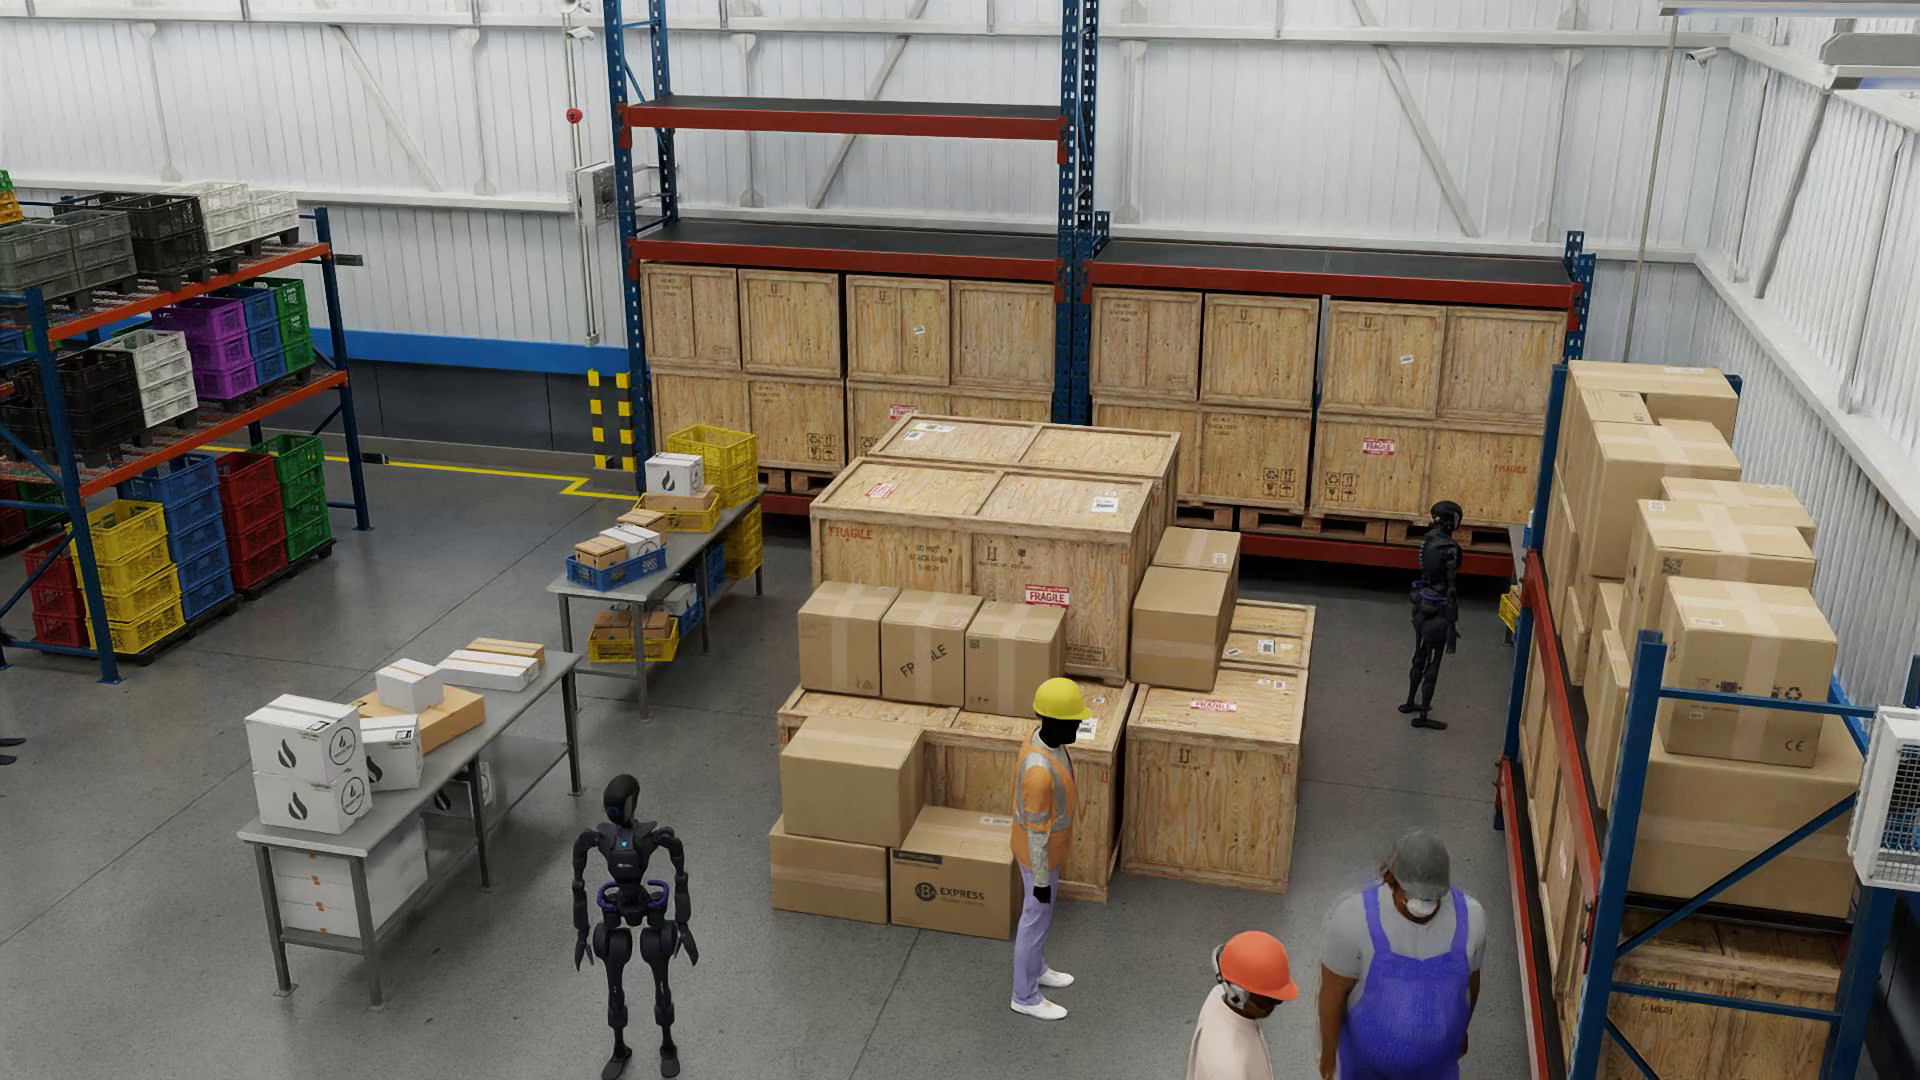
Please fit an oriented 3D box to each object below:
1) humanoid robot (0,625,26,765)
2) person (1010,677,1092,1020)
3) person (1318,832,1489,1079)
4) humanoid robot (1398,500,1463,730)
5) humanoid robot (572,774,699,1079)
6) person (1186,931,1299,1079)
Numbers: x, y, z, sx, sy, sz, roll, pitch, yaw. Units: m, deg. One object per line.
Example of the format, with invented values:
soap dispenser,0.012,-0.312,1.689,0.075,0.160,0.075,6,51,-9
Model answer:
humanoid robot,-6.608,0.691,11.244,0.330,1.657,0.601,-5,22,-13
person,0.462,1.584,8.599,0.398,1.919,0.586,3,21,8
person,1.877,2.077,7.134,0.698,2.000,1.034,1,21,2
humanoid robot,3.355,0.506,11.730,0.314,1.657,0.608,-2,21,-5
humanoid robot,-1.585,1.892,8.107,0.610,1.656,0.310,-2,21,-4
person,1.051,2.377,6.421,0.388,1.988,0.608,3,21,7
